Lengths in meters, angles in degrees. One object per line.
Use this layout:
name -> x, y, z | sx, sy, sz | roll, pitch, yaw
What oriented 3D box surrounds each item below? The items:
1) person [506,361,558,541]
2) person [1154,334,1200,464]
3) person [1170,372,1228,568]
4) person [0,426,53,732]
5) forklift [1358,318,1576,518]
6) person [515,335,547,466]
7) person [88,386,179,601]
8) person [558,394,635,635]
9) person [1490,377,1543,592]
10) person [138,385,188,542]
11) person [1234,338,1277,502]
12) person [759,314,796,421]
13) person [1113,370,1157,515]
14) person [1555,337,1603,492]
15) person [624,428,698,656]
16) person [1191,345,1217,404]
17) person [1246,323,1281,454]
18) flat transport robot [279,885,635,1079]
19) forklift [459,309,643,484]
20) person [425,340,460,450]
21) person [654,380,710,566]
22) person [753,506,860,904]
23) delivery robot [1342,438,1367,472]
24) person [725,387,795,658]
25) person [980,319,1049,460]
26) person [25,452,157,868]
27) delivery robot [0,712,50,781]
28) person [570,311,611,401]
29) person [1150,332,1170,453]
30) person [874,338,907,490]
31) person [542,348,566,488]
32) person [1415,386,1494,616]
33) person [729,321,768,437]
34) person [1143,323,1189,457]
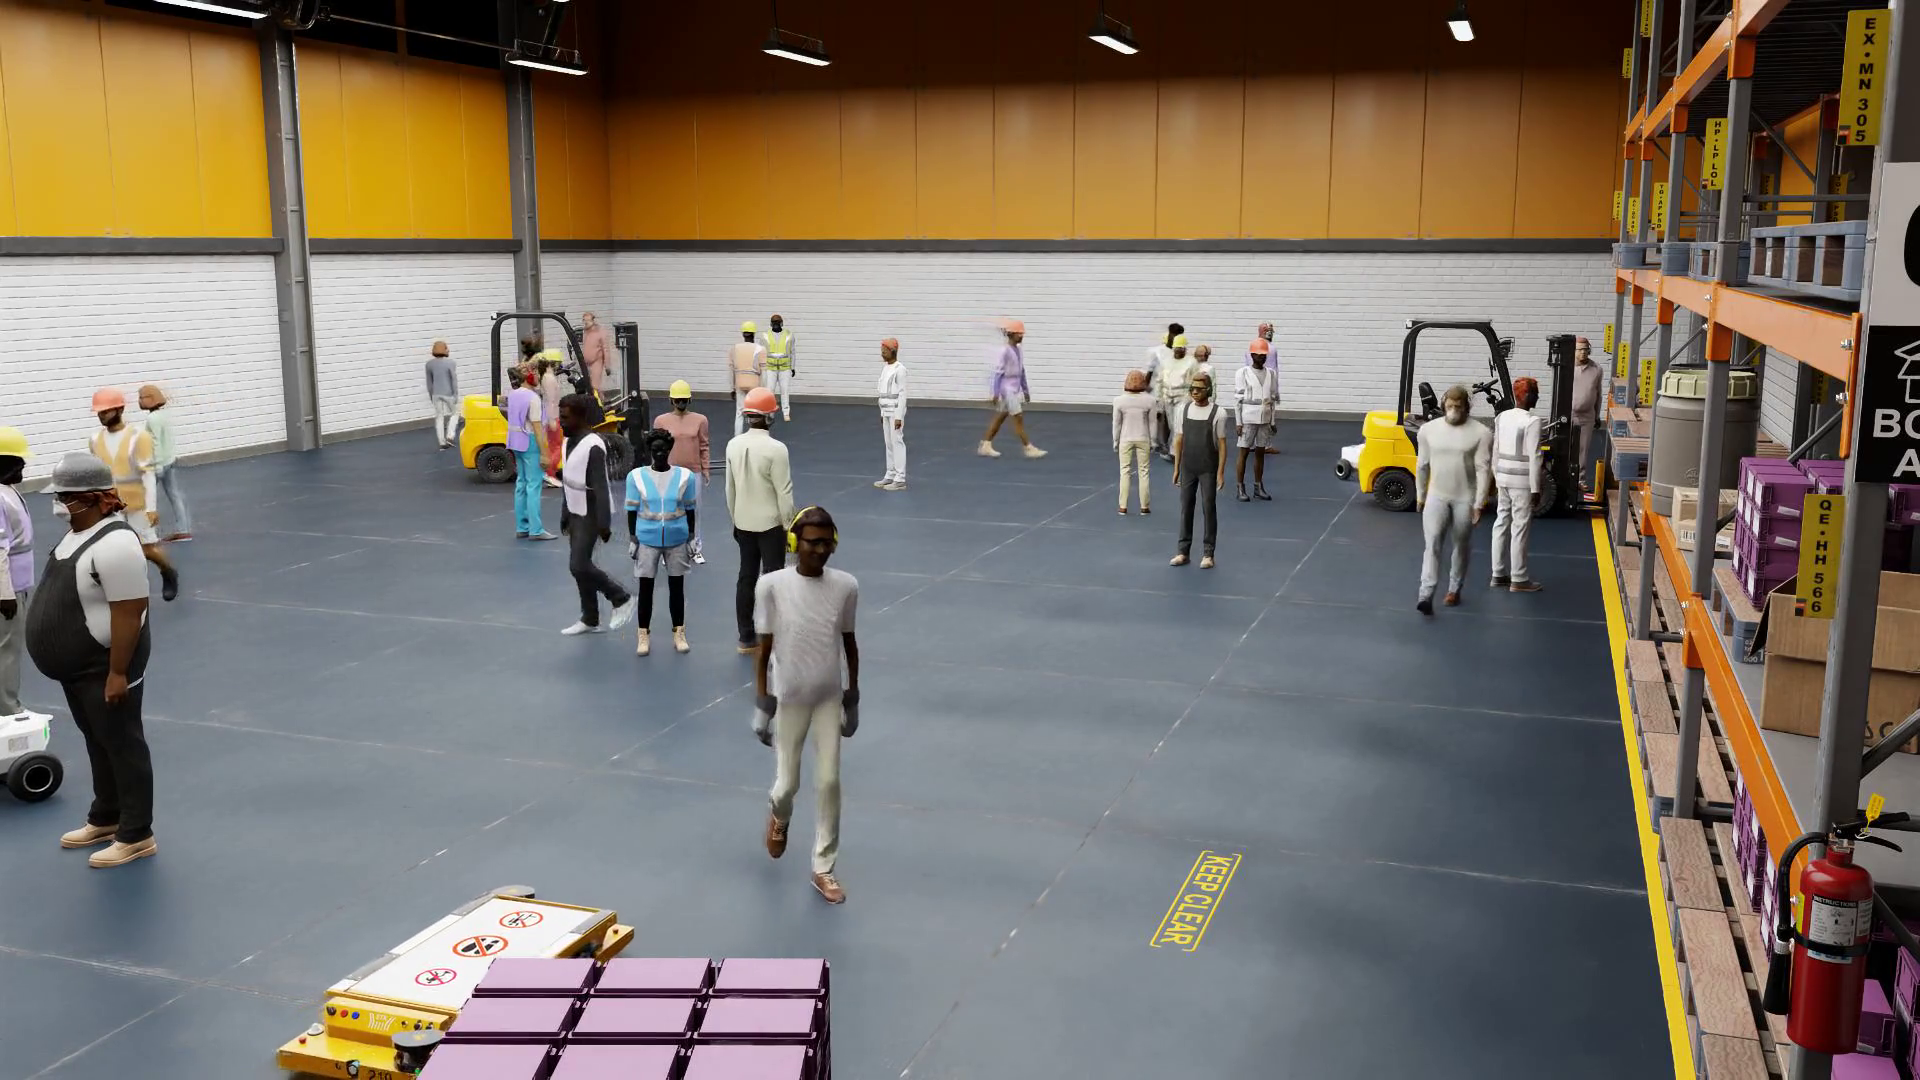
person -> -4.433, -0.907, 17.084 | 0.394, 1.843, 0.584 | -9, 14, -42
person -> 2.987, -1.962, 23.203 | 0.619, 1.808, 0.785 | 8, 13, 37
person -> 2.251, -0.654, 15.651 | 0.505, 1.847, 0.347 | 5, 11, 28
person -> -5.876, 0.255, 10.312 | 0.381, 1.923, 0.591 | -4, 11, -23
forklift -> 5.787, -1.437, 19.079 | 2.313, 2.155, 1.214 | 3, 11, 19
person -> -5.930, -1.933, 22.999 | 0.983, 1.790, 0.648 | -7, 12, -33
person -> -6.757, -0.318, 13.572 | 0.562, 1.915, 0.756 | 0, 10, 2
person -> -2.885, -0.191, 12.909 | 0.479, 1.899, 0.592 | -6, 12, -31
person -> 4.903, -0.489, 14.620 | 0.361, 1.882, 0.575 | -3, 11, -19
person -> -8.251, -0.763, 16.904 | 0.695, 1.606, 0.531 | -2, 10, -13
person -> 3.517, -1.424, 19.725 | 0.543, 1.939, 0.360 | -4, 11, -20
person -> -3.143, -2.959, 28.648 | 0.635, 1.840, 0.429 | -1, 10, -8
person -> 1.964, -1.091, 18.706 | 0.503, 1.633, 0.273 | 1, 10, 5
person -> 7.573, -1.530, 20.417 | 0.652, 1.906, 0.402 | 0, 10, -3
person -> -2.208, 0.009, 12.333 | 0.534, 1.697, 0.322 | -3, 10, -15
person -> 3.366, -1.904, 23.279 | 0.311, 1.636, 0.523 | -9, 14, -42
person -> 4.433, -2.209, 24.254 | 0.403, 1.904, 0.684 | -5, 11, -24
flat transport robot -> -1.944, 1.738, 6.615 | 0.652, 0.197, 1.431 | 3, 11, 19
forklift -> -5.354, -1.902, 21.697 | 2.313, 2.155, 1.214 | -2, 10, -13
person -> -7.630, -2.136, 24.594 | 0.511, 1.618, 0.406 | 2, 10, 10
person -> -2.631, -0.635, 15.774 | 0.534, 1.765, 0.324 | -3, 10, -15
person -> -0.731, 0.738, 7.815 | 0.530, 1.849, 0.634 | -3, 11, -18
delivery robot -> 5.237, -1.064, 21.330 | 0.477, 0.478, 0.707 | -6, 12, -31
person -> -1.453, -0.126, 12.249 | 0.622, 1.997, 0.372 | 8, 13, 36
person -> 0.744, -2.129, 23.586 | 1.072, 1.983, 0.624 | 4, 11, 23
person -> -4.272, 0.577, 8.171 | 0.538, 2.000, 0.683 | -10, 14, -44
delivery robot -> -5.358, 1.123, 9.016 | 0.477, 0.478, 0.707 | 9, 14, 42
person -> -6.421, -3.026, 28.897 | 0.664, 1.888, 0.425 | 4, 11, 22
person -> 2.984, -2.146, 24.213 | 0.516, 1.795, 0.618 | 1, 10, 6
person -> -0.846, -1.561, 20.653 | 0.355, 1.884, 0.573 | -4, 11, -24
person -> -5.038, -1.505, 20.671 | 0.352, 1.752, 0.554 | -3, 10, -16
person -> 4.037, -0.320, 13.680 | 0.633, 1.876, 1.028 | 4, 11, 24
person -> -3.114, -2.272, 24.593 | 0.598, 1.914, 0.414 | 2, 10, 12
person -> 2.931, -2.158, 23.882 | 0.688, 1.930, 0.615 | -2, 10, -10
